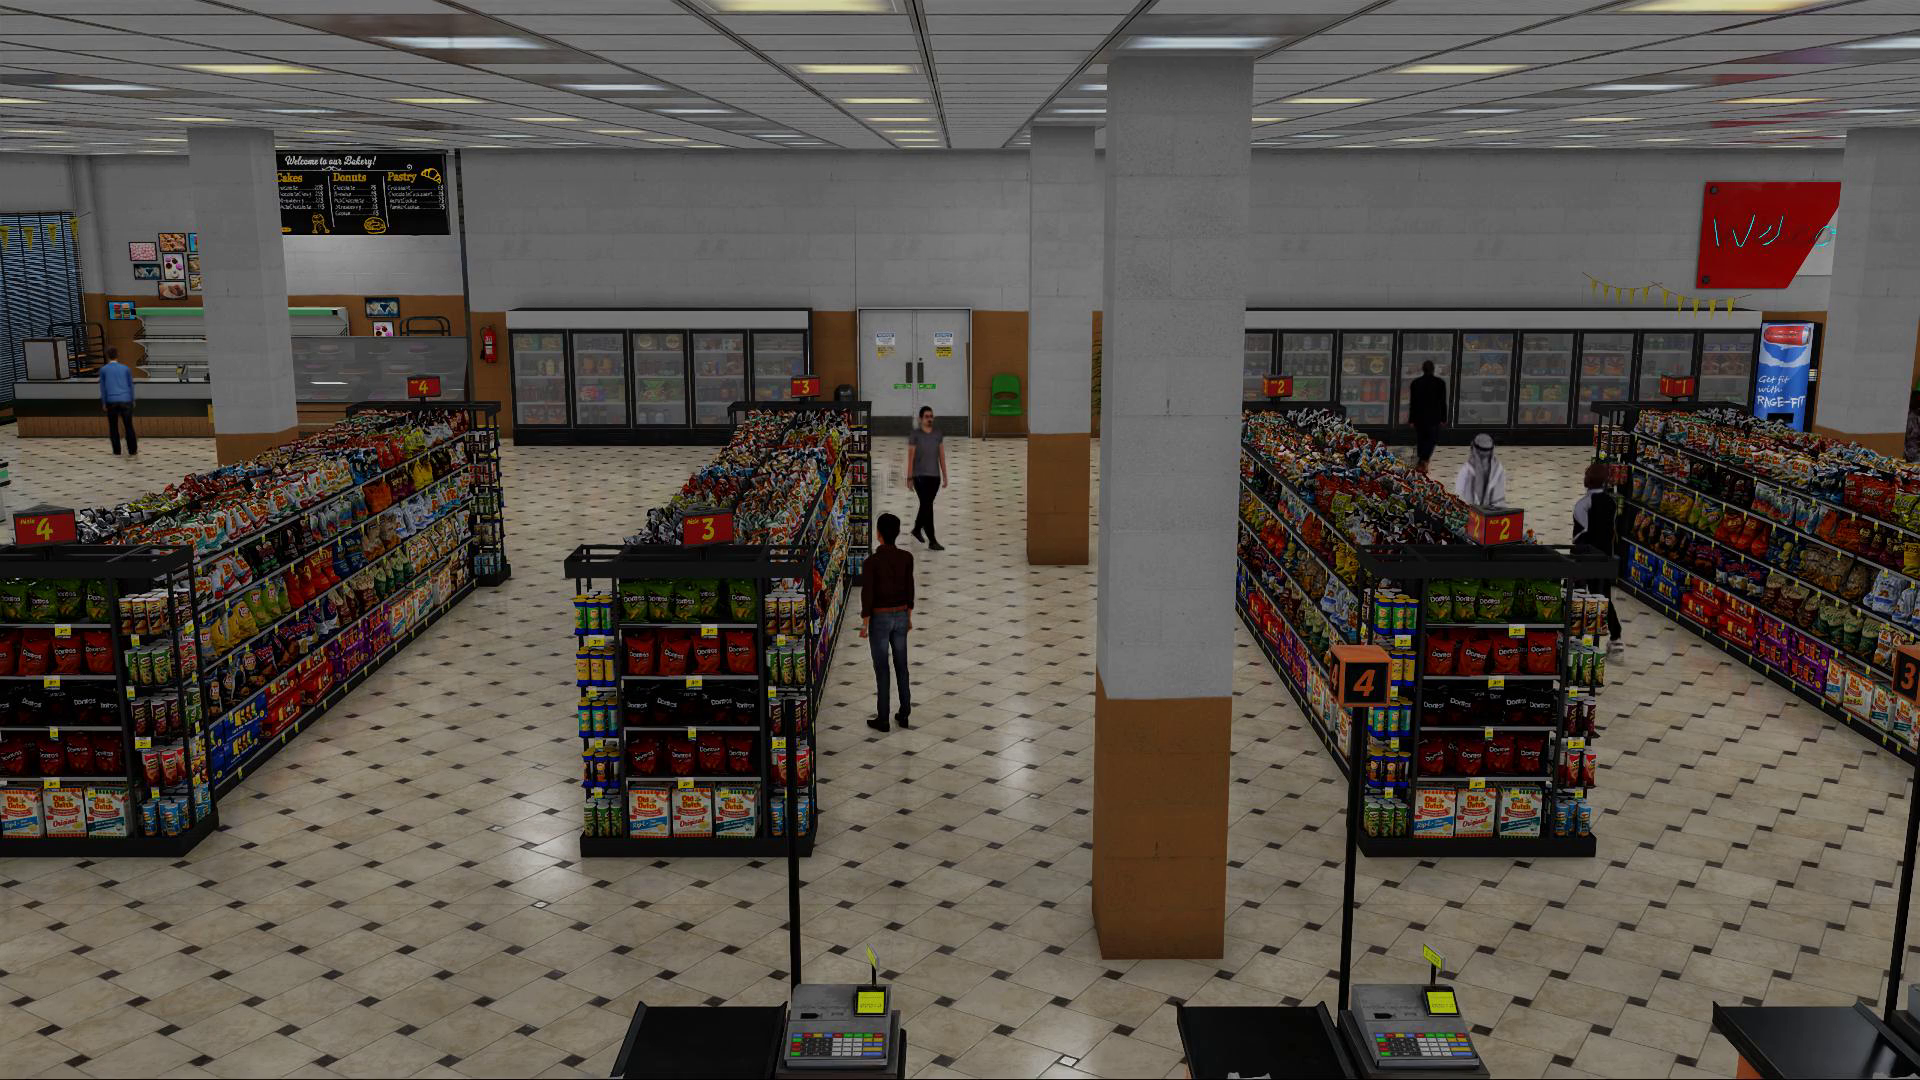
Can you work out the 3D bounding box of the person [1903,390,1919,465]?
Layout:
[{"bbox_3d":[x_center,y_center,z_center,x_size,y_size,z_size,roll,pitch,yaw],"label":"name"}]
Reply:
[{"bbox_3d":[12.619,-1.105,22.110,0.849,1.663,1.195,4,13,19],"label":"person"}]

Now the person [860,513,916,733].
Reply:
[{"bbox_3d":[-0.569,0.659,13.440,0.718,1.782,0.720,-7,14,-32],"label":"person"}]

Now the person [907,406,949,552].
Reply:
[{"bbox_3d":[-0.447,-0.760,20.330,1.037,1.719,1.224,-7,14,-31],"label":"person"}]

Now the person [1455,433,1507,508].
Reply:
[{"bbox_3d":[5.251,-0.105,16.766,0.763,1.907,1.032,-2,12,-8],"label":"person"}]

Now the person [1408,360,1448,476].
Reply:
[{"bbox_3d":[6.989,-1.769,24.949,1.093,1.791,1.236,8,15,35],"label":"person"}]

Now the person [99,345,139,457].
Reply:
[{"bbox_3d":[-13.883,-2.307,27.434,0.739,1.820,0.727,-6,13,-25],"label":"person"}]

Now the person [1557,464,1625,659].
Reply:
[{"bbox_3d":[5.960,0.207,15.523,0.962,1.808,1.265,-4,13,-20],"label":"person"}]
